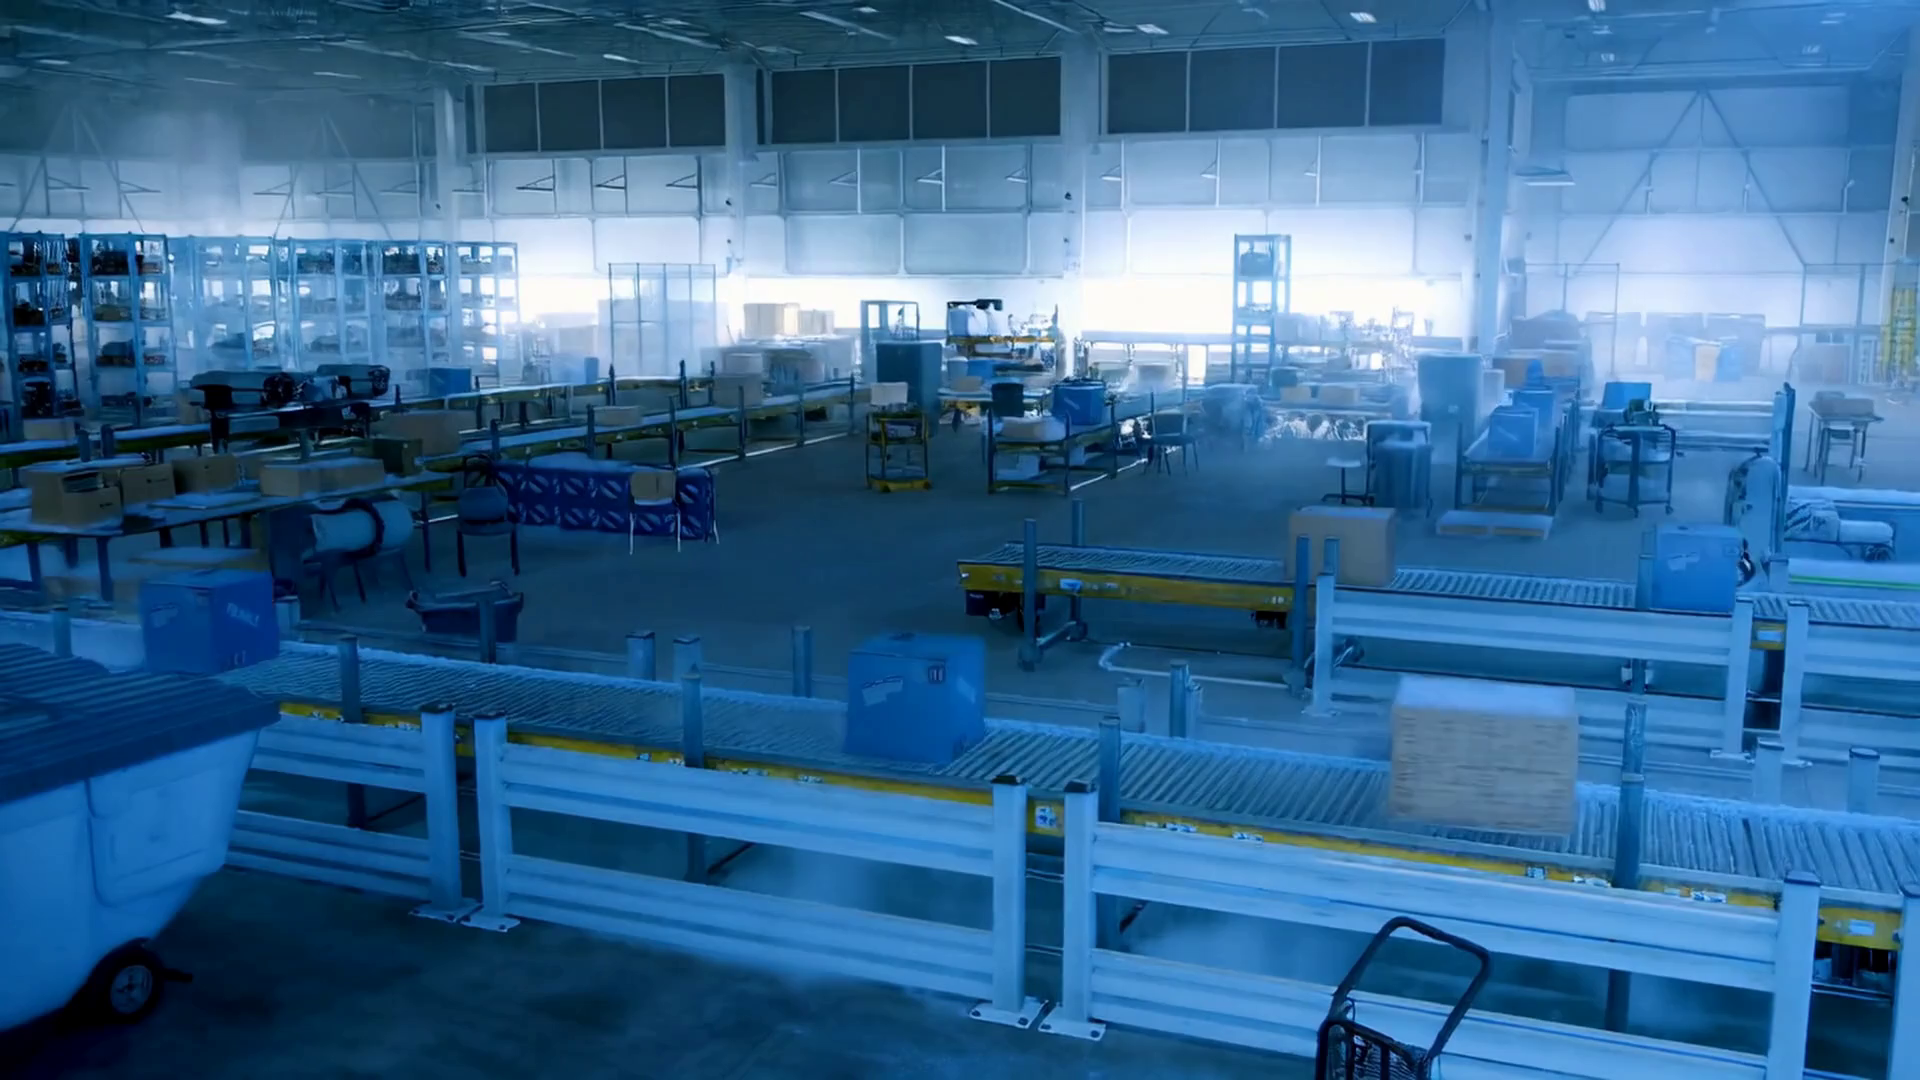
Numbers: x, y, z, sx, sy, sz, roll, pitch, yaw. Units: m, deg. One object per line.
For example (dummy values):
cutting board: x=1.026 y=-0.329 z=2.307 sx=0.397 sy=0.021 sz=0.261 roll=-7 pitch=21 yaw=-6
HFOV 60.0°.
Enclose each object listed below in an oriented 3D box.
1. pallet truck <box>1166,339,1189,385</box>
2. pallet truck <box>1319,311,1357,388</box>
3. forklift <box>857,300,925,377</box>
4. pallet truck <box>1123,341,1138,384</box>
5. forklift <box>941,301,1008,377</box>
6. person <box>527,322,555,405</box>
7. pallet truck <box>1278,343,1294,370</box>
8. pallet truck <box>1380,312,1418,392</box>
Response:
pallet truck: x=5.418 y=-4.269 z=40.420 sx=0.704 sy=1.261 sz=1.522 roll=3 pitch=10 yaw=20
pallet truck: x=9.071 y=-4.419 z=39.190 sx=0.823 sy=1.965 sz=1.885 roll=5 pitch=10 yaw=26
forklift: x=-1.732 y=-5.109 z=42.468 sx=1.157 sy=1.987 sz=2.680 roll=4 pitch=10 yaw=22
pallet truck: x=4.445 y=-4.380 z=41.279 sx=0.680 sy=1.201 sz=1.601 roll=4 pitch=10 yaw=22
forklift: x=0.365 y=-4.966 z=41.571 sx=1.157 sy=1.987 sz=2.680 roll=3 pitch=10 yaw=20
person: x=-9.165 y=-3.862 z=36.402 sx=0.598 sy=1.803 sz=0.766 roll=-3 pitch=10 yaw=-17
pallet truck: x=7.886 y=-4.163 z=39.743 sx=0.653 sy=1.274 sz=1.630 roll=4 pitch=10 yaw=22
pallet truck: x=10.207 y=-4.283 z=38.369 sx=0.823 sy=1.965 sz=1.885 roll=3 pitch=10 yaw=20
